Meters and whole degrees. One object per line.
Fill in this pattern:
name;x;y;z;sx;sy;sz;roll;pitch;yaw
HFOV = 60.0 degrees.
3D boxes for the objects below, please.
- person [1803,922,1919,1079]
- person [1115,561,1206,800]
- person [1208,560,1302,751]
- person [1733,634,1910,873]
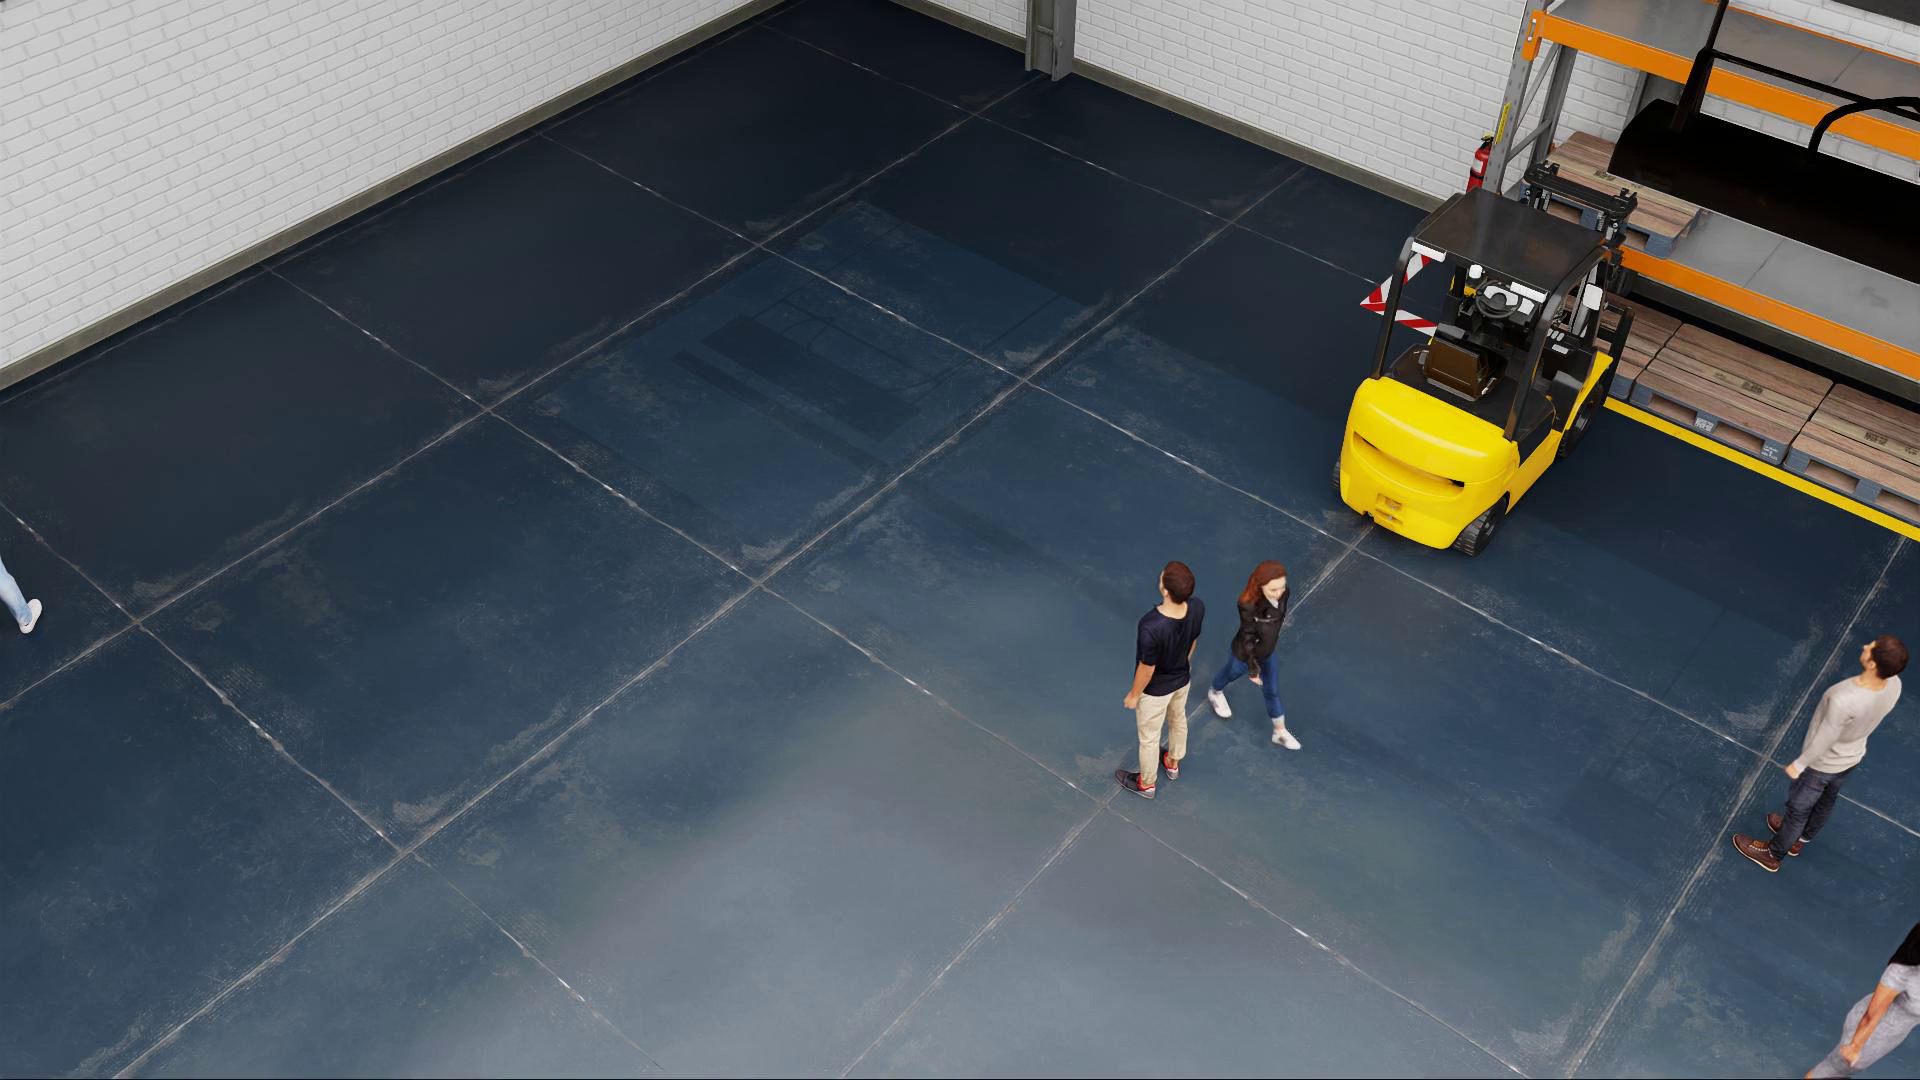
person;4.494;2.398;8.170;0.650;1.781;0.644;-20;47;-20
person;1.200;0.823;9.766;0.668;1.860;0.580;-30;51;-28
person;1.758;0.631;10.278;0.743;1.432;1.023;-25;49;-24
person;4.897;1.210;9.354;0.723;1.868;0.696;-21;48;-21
